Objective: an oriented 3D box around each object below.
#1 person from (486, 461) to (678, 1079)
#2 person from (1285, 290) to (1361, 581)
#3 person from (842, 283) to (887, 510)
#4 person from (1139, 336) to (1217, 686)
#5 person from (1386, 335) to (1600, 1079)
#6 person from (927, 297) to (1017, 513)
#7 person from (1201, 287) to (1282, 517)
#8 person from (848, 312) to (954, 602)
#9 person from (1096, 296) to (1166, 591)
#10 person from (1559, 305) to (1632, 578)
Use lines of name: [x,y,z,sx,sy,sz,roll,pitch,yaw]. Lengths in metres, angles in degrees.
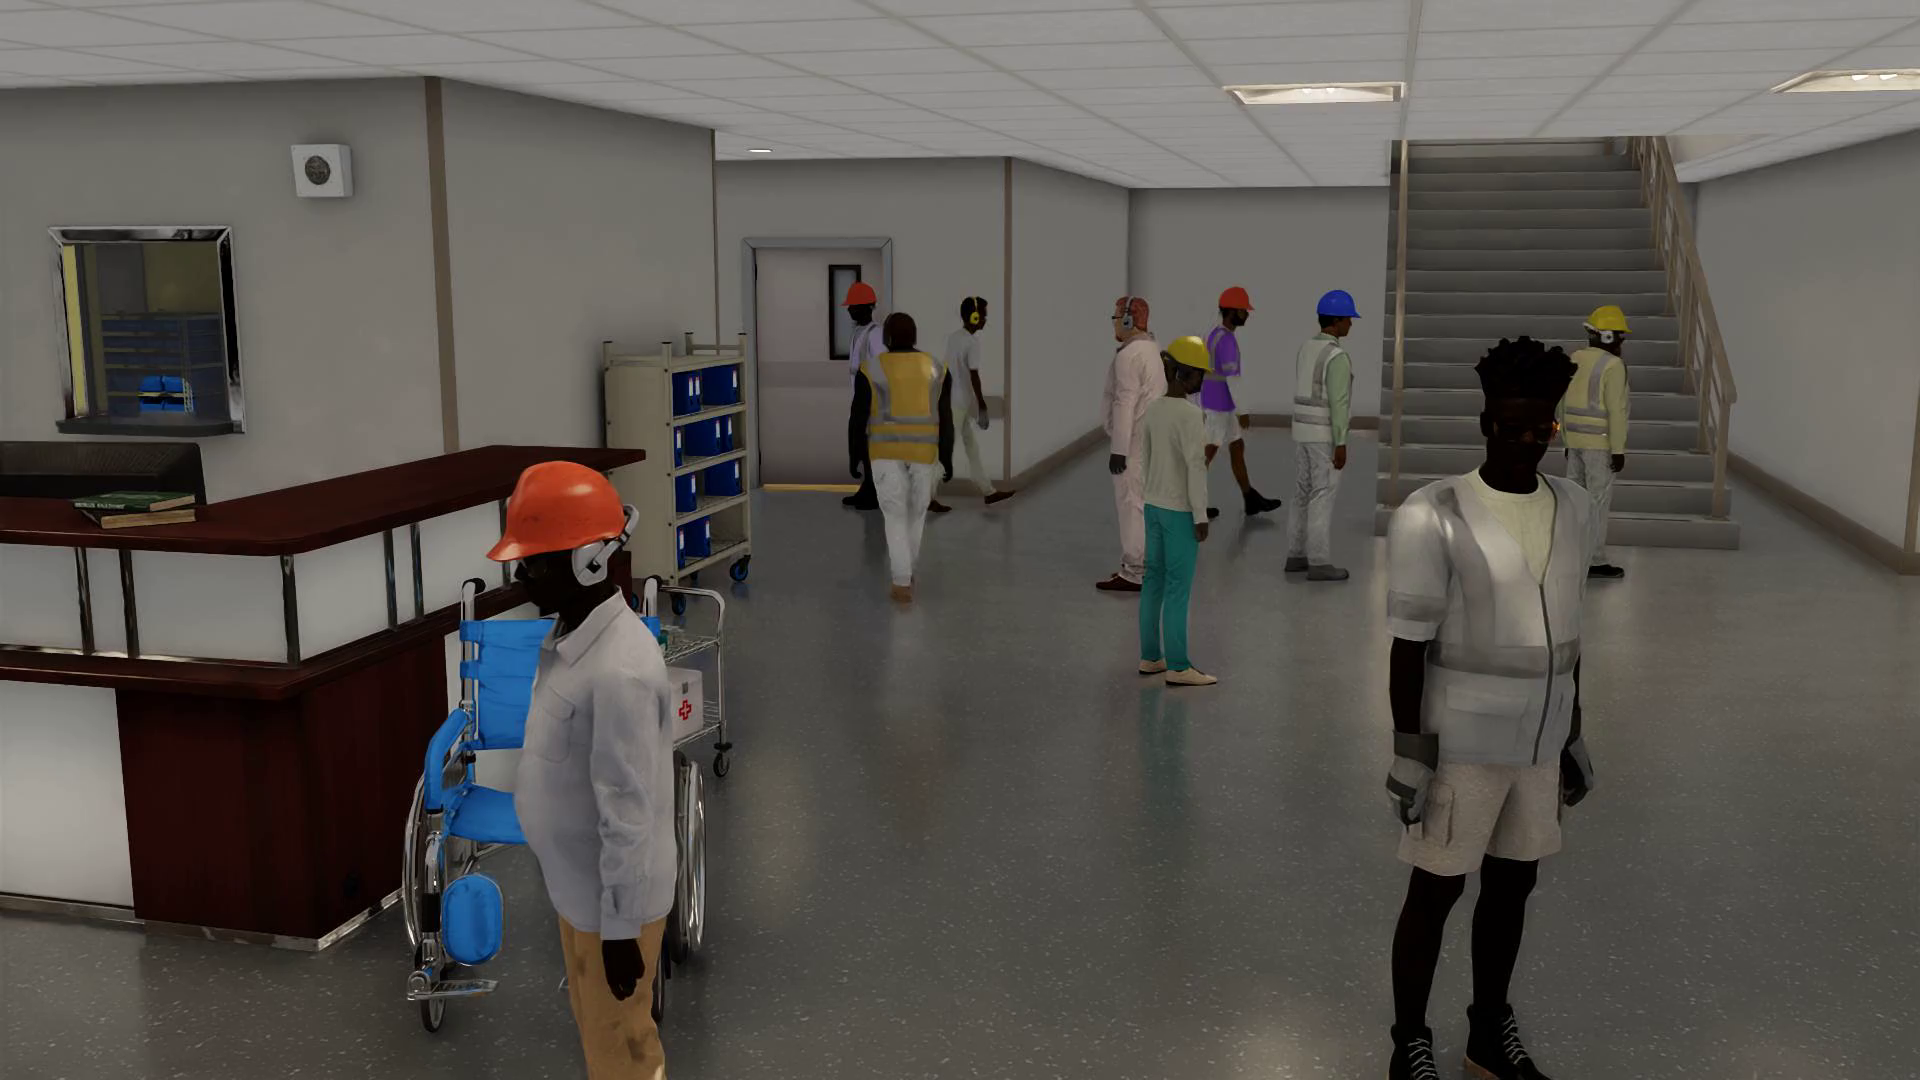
person: [-0.775,0.699,3.467,0.352,1.743,0.564,-4,10,-23]
person: [2.446,-0.697,11.142,0.422,1.938,0.600,-2,10,-14]
person: [-0.809,-1.224,14.232,0.375,1.934,0.547,-4,10,-22]
person: [1.107,-0.149,8.423,0.335,1.759,0.523,-4,10,-21]
person: [1.316,0.480,4.110,0.613,1.962,0.362,-4,11,-24]
person: [0.062,-1.138,14.069,0.973,1.811,0.519,-4,10,-20]
person: [2.271,-1.114,13.672,0.912,1.897,0.568,1,10,4]
person: [-0.406,-0.553,10.677,0.654,1.796,0.933,-3,10,-18]
person: [1.112,-0.622,10.808,0.400,1.902,0.651,4,10,23]
person: [4.294,-0.661,11.227,0.403,1.828,0.597,-3,10,-15]
